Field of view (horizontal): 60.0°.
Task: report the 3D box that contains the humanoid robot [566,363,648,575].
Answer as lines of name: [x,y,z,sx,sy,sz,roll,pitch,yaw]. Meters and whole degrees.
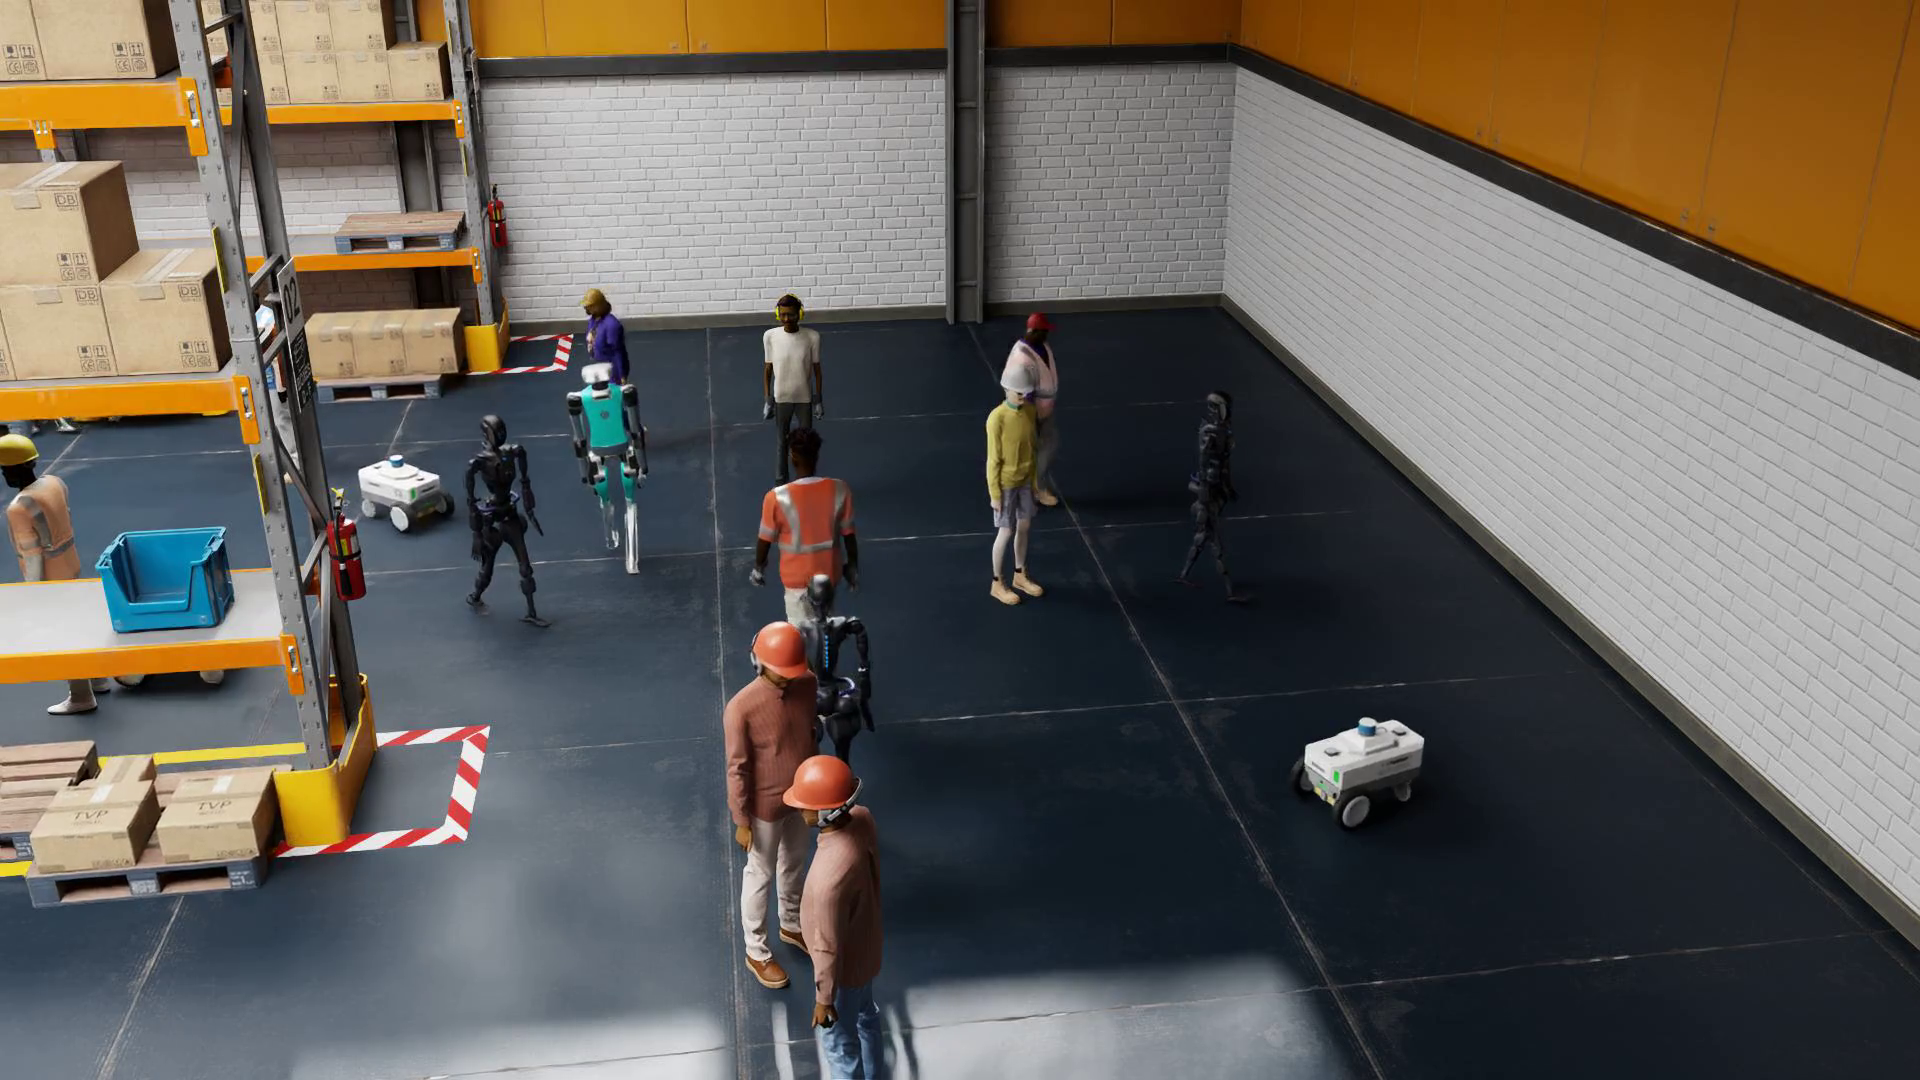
humanoid robot: [-2.731,-0.586,12.989,0.569,1.849,0.873,-6,24,-13]

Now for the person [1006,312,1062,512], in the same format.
person: [0.647,-1.064,13.979,0.526,1.737,0.624,15,28,31]

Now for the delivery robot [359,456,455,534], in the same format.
delivery robot: [-4.696,-0.423,13.981,0.759,0.575,0.499,14,27,29]

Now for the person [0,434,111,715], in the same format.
person: [-5.938,0.224,10.825,0.379,1.924,0.592,-1,24,-3]

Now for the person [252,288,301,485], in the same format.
person: [-6.128,-1.392,14.630,0.622,1.836,0.431,14,27,28]

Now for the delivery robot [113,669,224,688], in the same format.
delivery robot: [-5.436,0.697,11.469,0.801,0.607,0.499,0,24,1]

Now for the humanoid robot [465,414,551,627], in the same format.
humanoid robot: [-3.368,-0.160,12.060,0.730,1.635,0.585,17,29,33]

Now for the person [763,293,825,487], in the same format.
person: [-1.410,-1.174,14.080,0.523,1.871,0.324,-1,24,-1]

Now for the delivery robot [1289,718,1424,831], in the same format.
delivery robot: [2.391,1.355,9.956,0.767,0.595,0.500,-12,26,-25]

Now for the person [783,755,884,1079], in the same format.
person: [-0.526,1.796,7.175,0.403,1.986,0.610,4,24,10]

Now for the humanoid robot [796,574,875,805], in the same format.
humanoid robot: [-0.779,0.964,9.475,0.603,1.630,0.460,-7,25,-15]

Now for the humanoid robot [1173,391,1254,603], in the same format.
humanoid robot: [1.962,-0.341,12.456,0.715,1.633,0.614,13,27,27]

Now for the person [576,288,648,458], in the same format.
person: [-3.201,-1.510,15.169,0.475,1.601,0.492,-19,30,-37]

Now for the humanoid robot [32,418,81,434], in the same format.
humanoid robot: [-8.848,-1.855,15.773,0.822,1.745,0.552,13,27,27]

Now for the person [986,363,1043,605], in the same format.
person: [0.390,-0.429,12.376,0.491,1.880,0.412,-22,32,-40]

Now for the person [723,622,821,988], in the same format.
person: [-0.889,1.295,8.316,0.404,1.980,0.621,17,29,34]

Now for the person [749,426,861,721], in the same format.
person: [-1.039,0.172,10.947,0.627,1.927,0.896,-15,28,-30]

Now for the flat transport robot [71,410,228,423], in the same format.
flat transport robot: [-8.009,-1.400,16.587,1.431,0.231,0.659,-3,24,-8]
